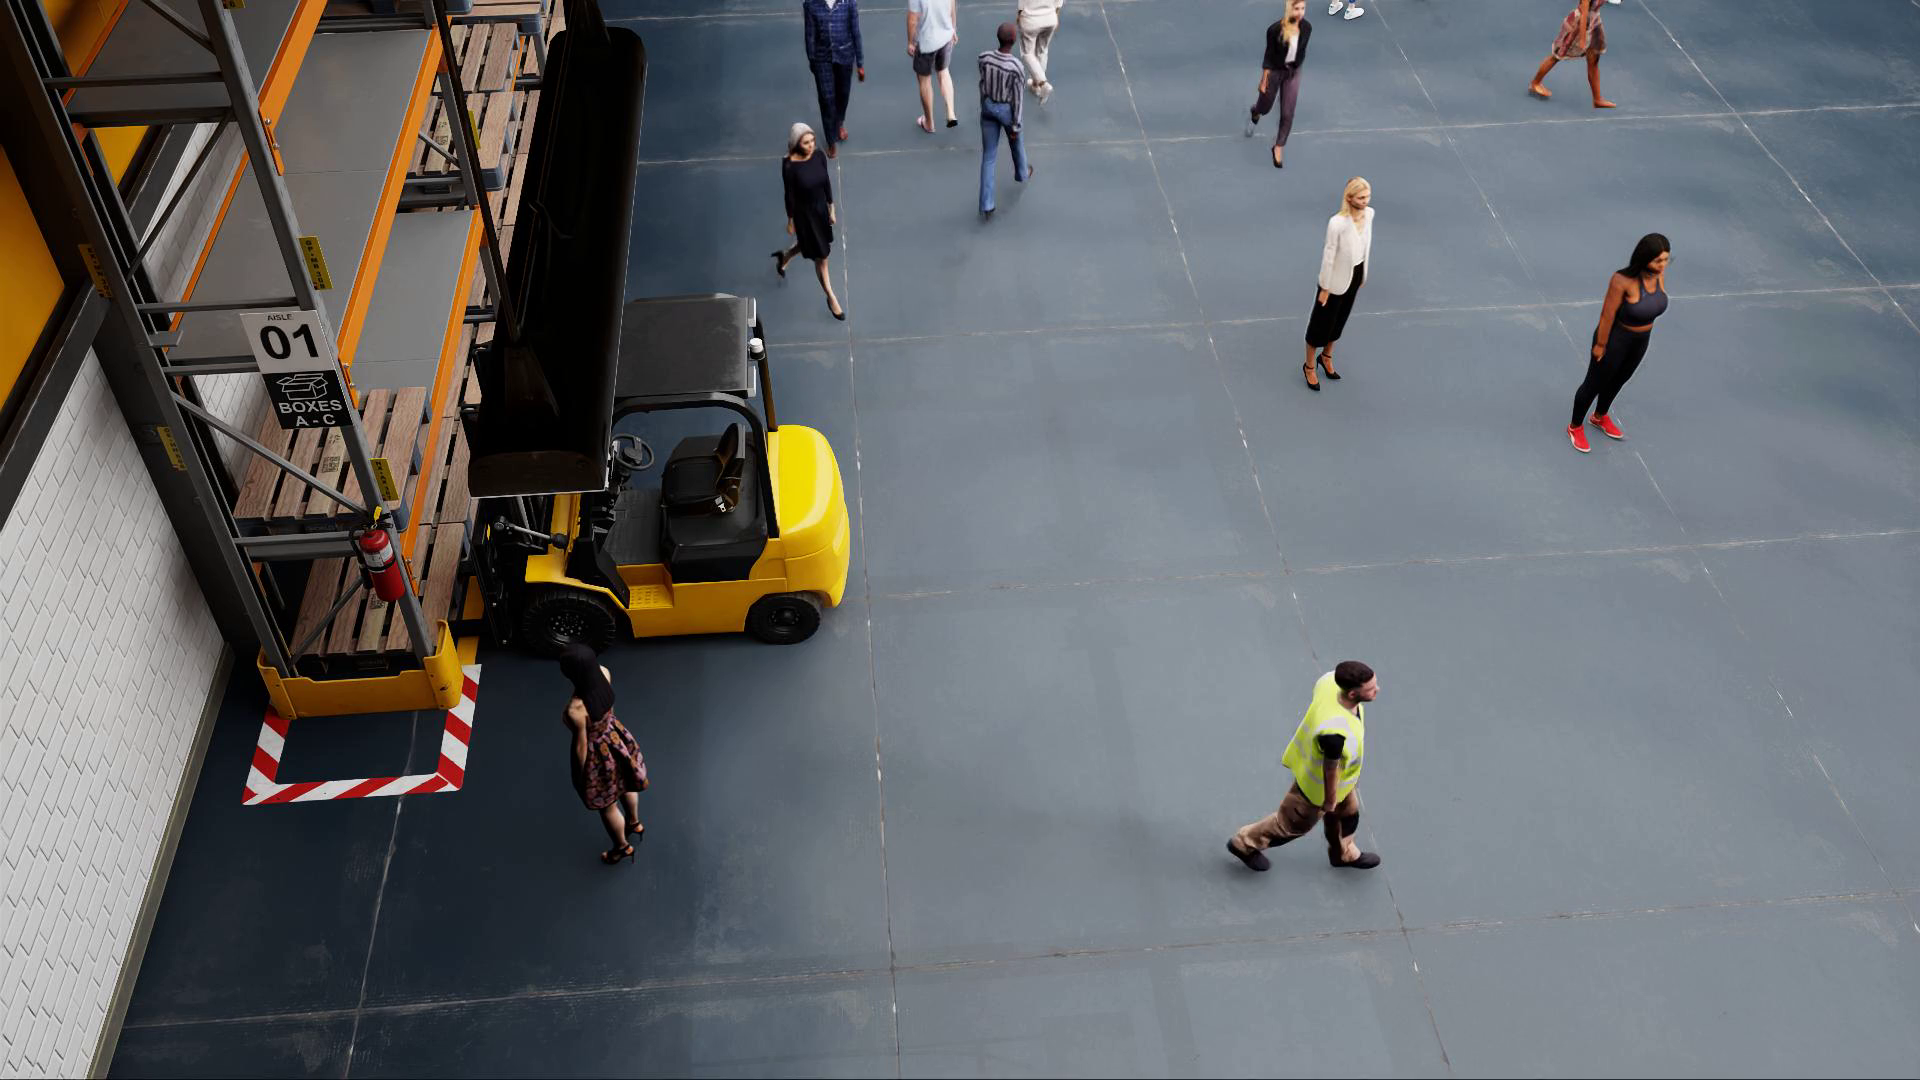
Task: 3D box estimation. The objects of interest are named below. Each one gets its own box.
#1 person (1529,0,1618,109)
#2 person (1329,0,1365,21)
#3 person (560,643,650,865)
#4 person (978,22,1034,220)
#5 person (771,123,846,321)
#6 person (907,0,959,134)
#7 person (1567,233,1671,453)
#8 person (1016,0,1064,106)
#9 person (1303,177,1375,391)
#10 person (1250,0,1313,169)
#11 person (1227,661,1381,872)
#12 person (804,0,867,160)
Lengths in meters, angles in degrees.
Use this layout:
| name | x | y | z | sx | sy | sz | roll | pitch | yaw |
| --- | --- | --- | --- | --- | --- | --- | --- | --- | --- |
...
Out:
| name | x | y | z | sx | sy | sz | roll | pitch | yaw |
| --- | --- | --- | --- | --- | --- | --- | --- | --- | --- |
| person | 5.967 | -4.996 | 16.213 | 1.170 | 1.593 | 1.119 | 29 | 51 | 27 |
| person | 4.177 | -6.399 | 17.547 | 0.687 | 1.786 | 0.746 | 29 | 51 | 27 |
| person | -2.062 | 1.228 | 9.550 | 0.816 | 1.773 | 0.715 | 10 | 44 | 10 |
| person | 0.317 | -3.660 | 14.699 | 1.033 | 1.748 | 1.244 | 18 | 46 | 18 |
| person | -1.278 | -2.667 | 13.682 | 1.032 | 1.713 | 1.162 | -34 | 53 | -30 |
| person | -0.212 | -4.658 | 15.696 | 0.803 | 1.818 | 0.868 | -19 | 47 | -18 |
| person | 4.928 | -1.502 | 12.385 | 0.756 | 1.816 | 0.750 | -20 | 47 | -20 |
| person | 0.784 | -5.028 | 16.188 | 0.780 | 1.675 | 0.964 | -16 | 46 | -17 |
| person | 2.939 | -1.977 | 12.853 | 0.700 | 1.858 | 0.706 | -28 | 50 | -26 |
| person | 2.948 | -4.317 | 15.460 | 0.635 | 1.650 | 0.959 | -8 | 44 | -8 |
| person | 1.990 | 1.311 | 9.436 | 0.974 | 1.810 | 1.170 | 9 | 44 | 10 |
| person | -1.201 | -4.586 | 15.640 | 0.739 | 1.790 | 0.977 | -10 | 44 | -10 |
